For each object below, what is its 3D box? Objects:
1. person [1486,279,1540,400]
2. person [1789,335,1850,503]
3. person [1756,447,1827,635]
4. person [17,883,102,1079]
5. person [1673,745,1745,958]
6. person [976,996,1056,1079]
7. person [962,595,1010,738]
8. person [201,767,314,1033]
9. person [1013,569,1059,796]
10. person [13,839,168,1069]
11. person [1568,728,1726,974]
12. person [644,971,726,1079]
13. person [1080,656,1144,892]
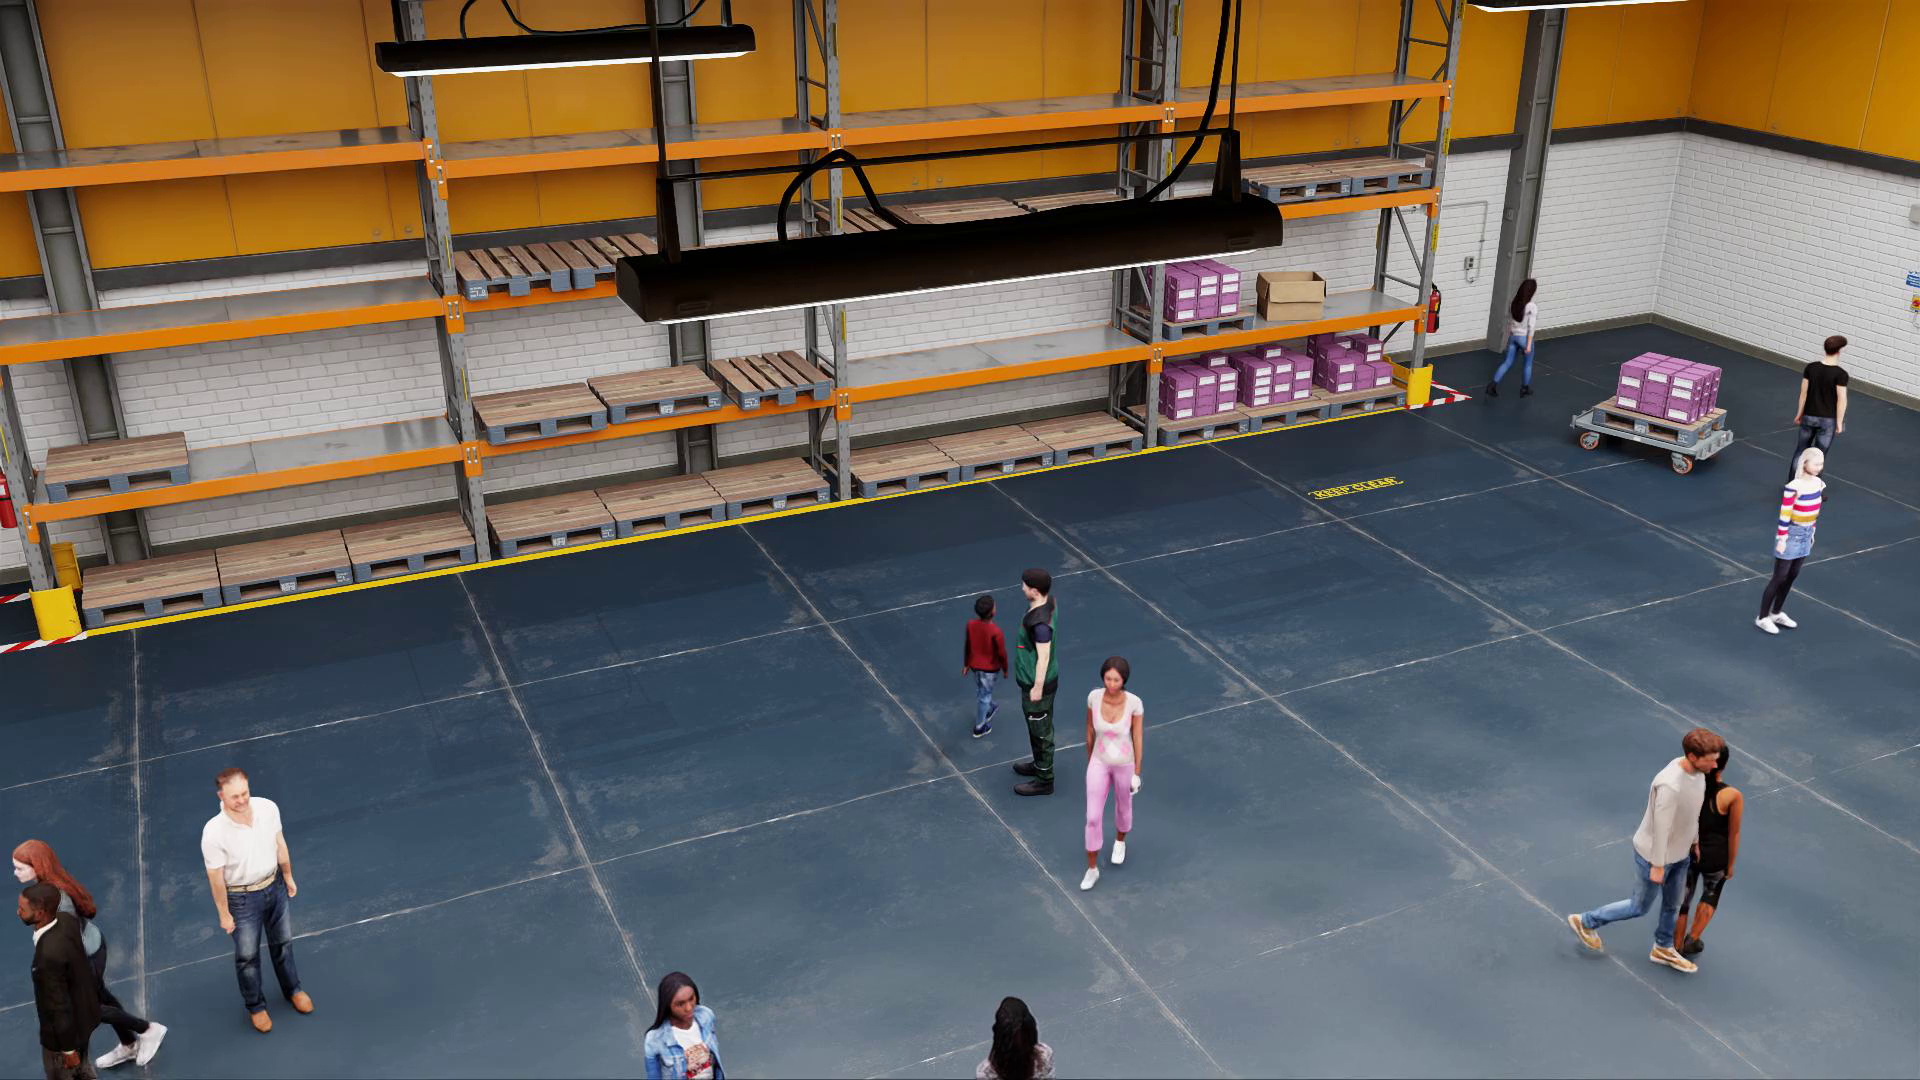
[{"bbox_3d":[7.199,-2.563,21.554,1.056,1.599,0.680,-14,27,-29],"label":"person"},{"bbox_3d":[9.500,-1.343,18.393,0.655,1.896,0.725,-17,29,-34],"label":"person"},{"bbox_3d":[7.753,-0.018,15.470,0.456,1.808,0.725,-13,27,-27],"label":"person"},{"bbox_3d":[-4.902,2.679,9.323,0.865,1.791,0.745,-6,24,-14],"label":"person"},{"bbox_3d":[4.822,2.076,10.876,0.710,1.653,0.724,16,28,33],"label":"person"},{"bbox_3d":[0.265,3.069,8.505,0.438,1.731,0.671,-11,26,-23],"label":"person"},{"bbox_3d":[0.167,1.059,13.715,0.702,1.241,0.810,16,28,32],"label":"person"},{"bbox_3d":[-4.413,2.188,10.375,0.796,1.848,0.657,19,30,37],"label":"person"},{"bbox_3d":[0.617,1.073,12.862,0.761,1.900,0.767,2,24,4],"label":"person"},{"bbox_3d":[-5.153,2.477,9.887,0.836,1.709,0.704,-18,29,-35],"label":"person"},{"bbox_3d":[4.472,1.999,10.785,0.920,1.866,1.029,18,30,36],"label":"person"},{"bbox_3d":[-1.432,2.987,8.716,0.724,1.713,0.579,21,31,39],"label":"person"},{"bbox_3d":[1.123,1.587,11.918,0.961,1.715,0.996,6,24,13],"label":"person"}]
